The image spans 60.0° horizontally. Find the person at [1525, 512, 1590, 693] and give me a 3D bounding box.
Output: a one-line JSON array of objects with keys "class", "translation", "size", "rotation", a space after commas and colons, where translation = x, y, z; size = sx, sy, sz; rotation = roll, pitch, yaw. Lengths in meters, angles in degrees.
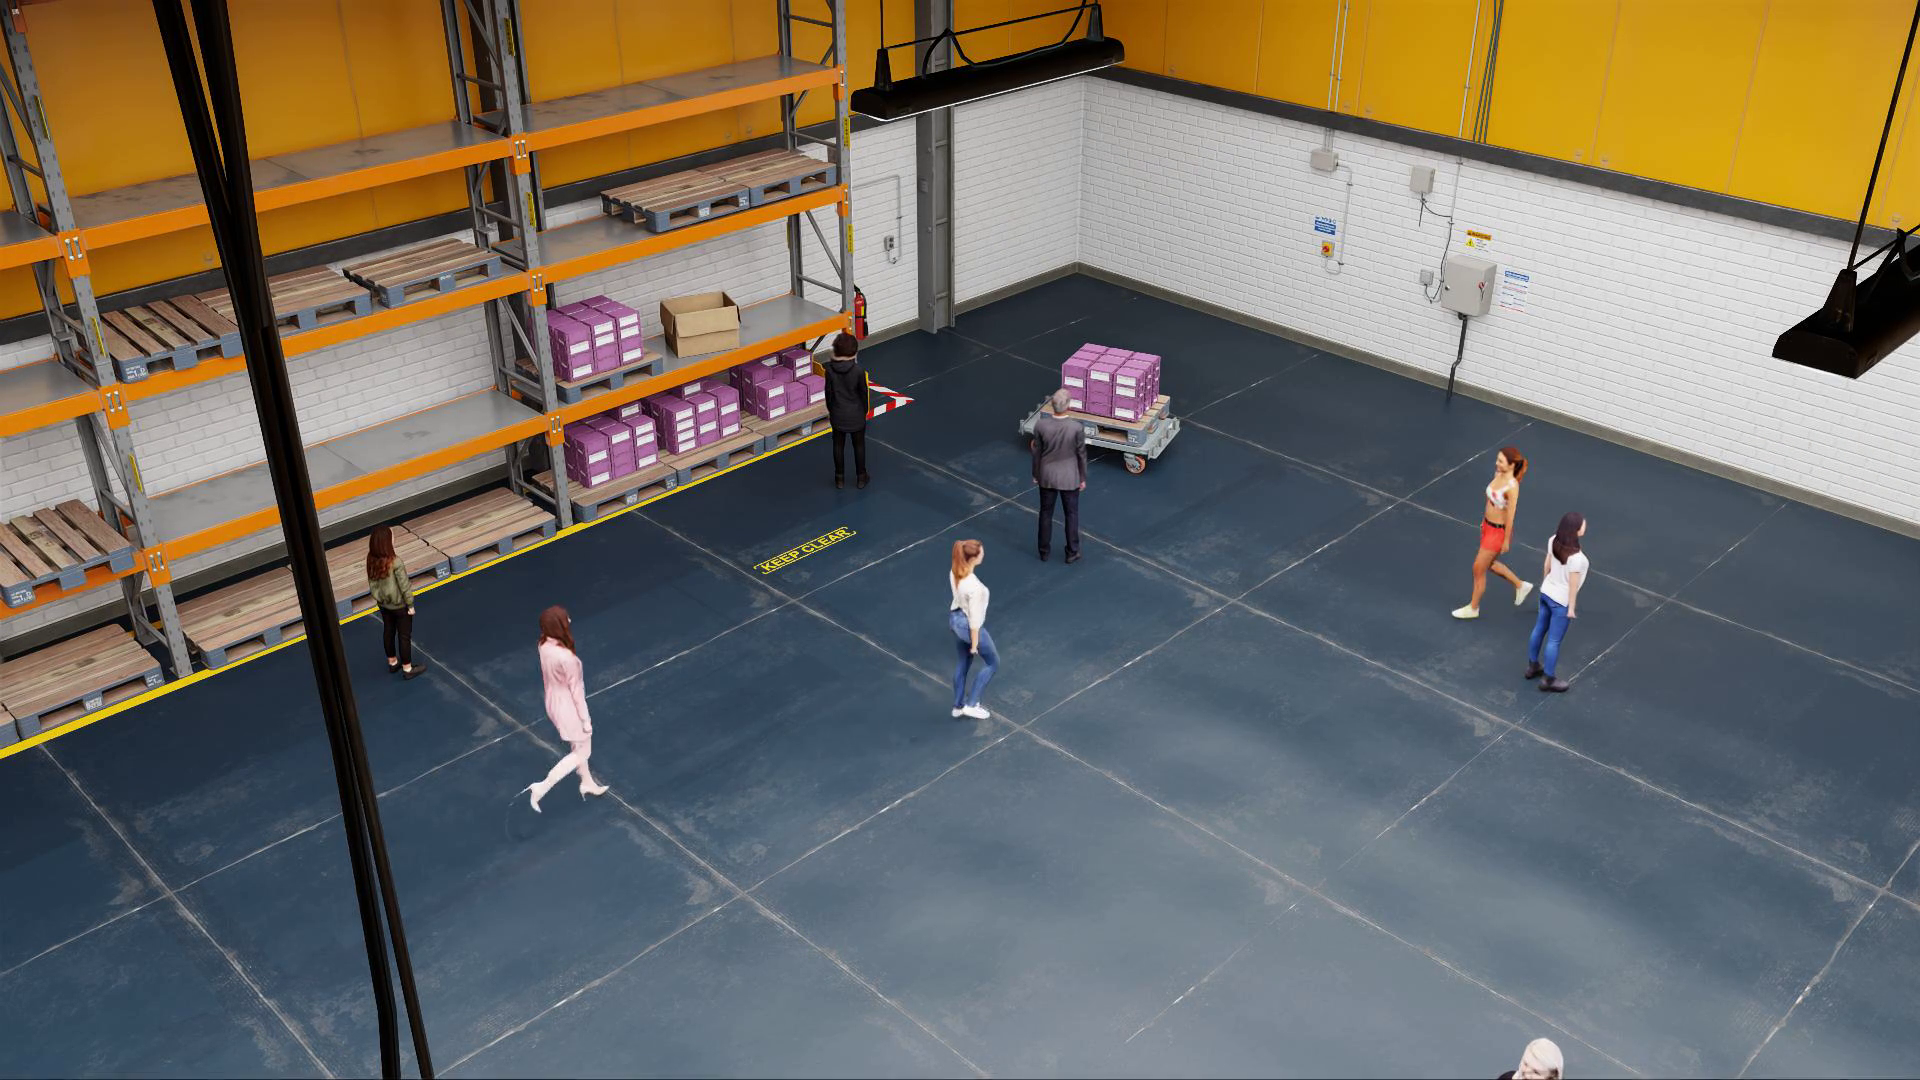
[{"class": "person", "translation": [5.157, 0.522, 14.378], "size": [0.695, 1.685, 0.679], "rotation": [-7, 29, -12]}]

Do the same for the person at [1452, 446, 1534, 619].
[{"class": "person", "translation": [5.029, -0.061, 15.358], "size": [1.037, 1.770, 0.959], "rotation": [-1, 29, -3]}]

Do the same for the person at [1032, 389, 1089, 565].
[{"class": "person", "translation": [0.980, -0.635, 16.334], "size": [0.813, 1.842, 0.810], "rotation": [6, 29, 11]}]

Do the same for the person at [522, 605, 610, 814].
[{"class": "person", "translation": [-3.073, 1.348, 12.759], "size": [0.969, 1.784, 0.665], "rotation": [-23, 36, -35]}]

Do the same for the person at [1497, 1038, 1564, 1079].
[{"class": "person", "translation": [2.980, 3.394, 8.961], "size": [0.486, 1.830, 0.572], "rotation": [-25, 37, -38]}]

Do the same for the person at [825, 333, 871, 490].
[{"class": "person", "translation": [-1.197, -1.374, 17.753], "size": [0.739, 1.781, 0.790], "rotation": [2, 29, 4]}]

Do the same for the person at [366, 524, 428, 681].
[{"class": "person", "translation": [-4.977, 0.532, 14.579], "size": [0.629, 1.475, 0.602], "rotation": [14, 31, 24]}]

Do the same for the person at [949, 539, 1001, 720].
[{"class": "person", "translation": [0.000, 0.774, 13.889], "size": [0.690, 1.711, 0.686], "rotation": [-15, 32, -26]}]
